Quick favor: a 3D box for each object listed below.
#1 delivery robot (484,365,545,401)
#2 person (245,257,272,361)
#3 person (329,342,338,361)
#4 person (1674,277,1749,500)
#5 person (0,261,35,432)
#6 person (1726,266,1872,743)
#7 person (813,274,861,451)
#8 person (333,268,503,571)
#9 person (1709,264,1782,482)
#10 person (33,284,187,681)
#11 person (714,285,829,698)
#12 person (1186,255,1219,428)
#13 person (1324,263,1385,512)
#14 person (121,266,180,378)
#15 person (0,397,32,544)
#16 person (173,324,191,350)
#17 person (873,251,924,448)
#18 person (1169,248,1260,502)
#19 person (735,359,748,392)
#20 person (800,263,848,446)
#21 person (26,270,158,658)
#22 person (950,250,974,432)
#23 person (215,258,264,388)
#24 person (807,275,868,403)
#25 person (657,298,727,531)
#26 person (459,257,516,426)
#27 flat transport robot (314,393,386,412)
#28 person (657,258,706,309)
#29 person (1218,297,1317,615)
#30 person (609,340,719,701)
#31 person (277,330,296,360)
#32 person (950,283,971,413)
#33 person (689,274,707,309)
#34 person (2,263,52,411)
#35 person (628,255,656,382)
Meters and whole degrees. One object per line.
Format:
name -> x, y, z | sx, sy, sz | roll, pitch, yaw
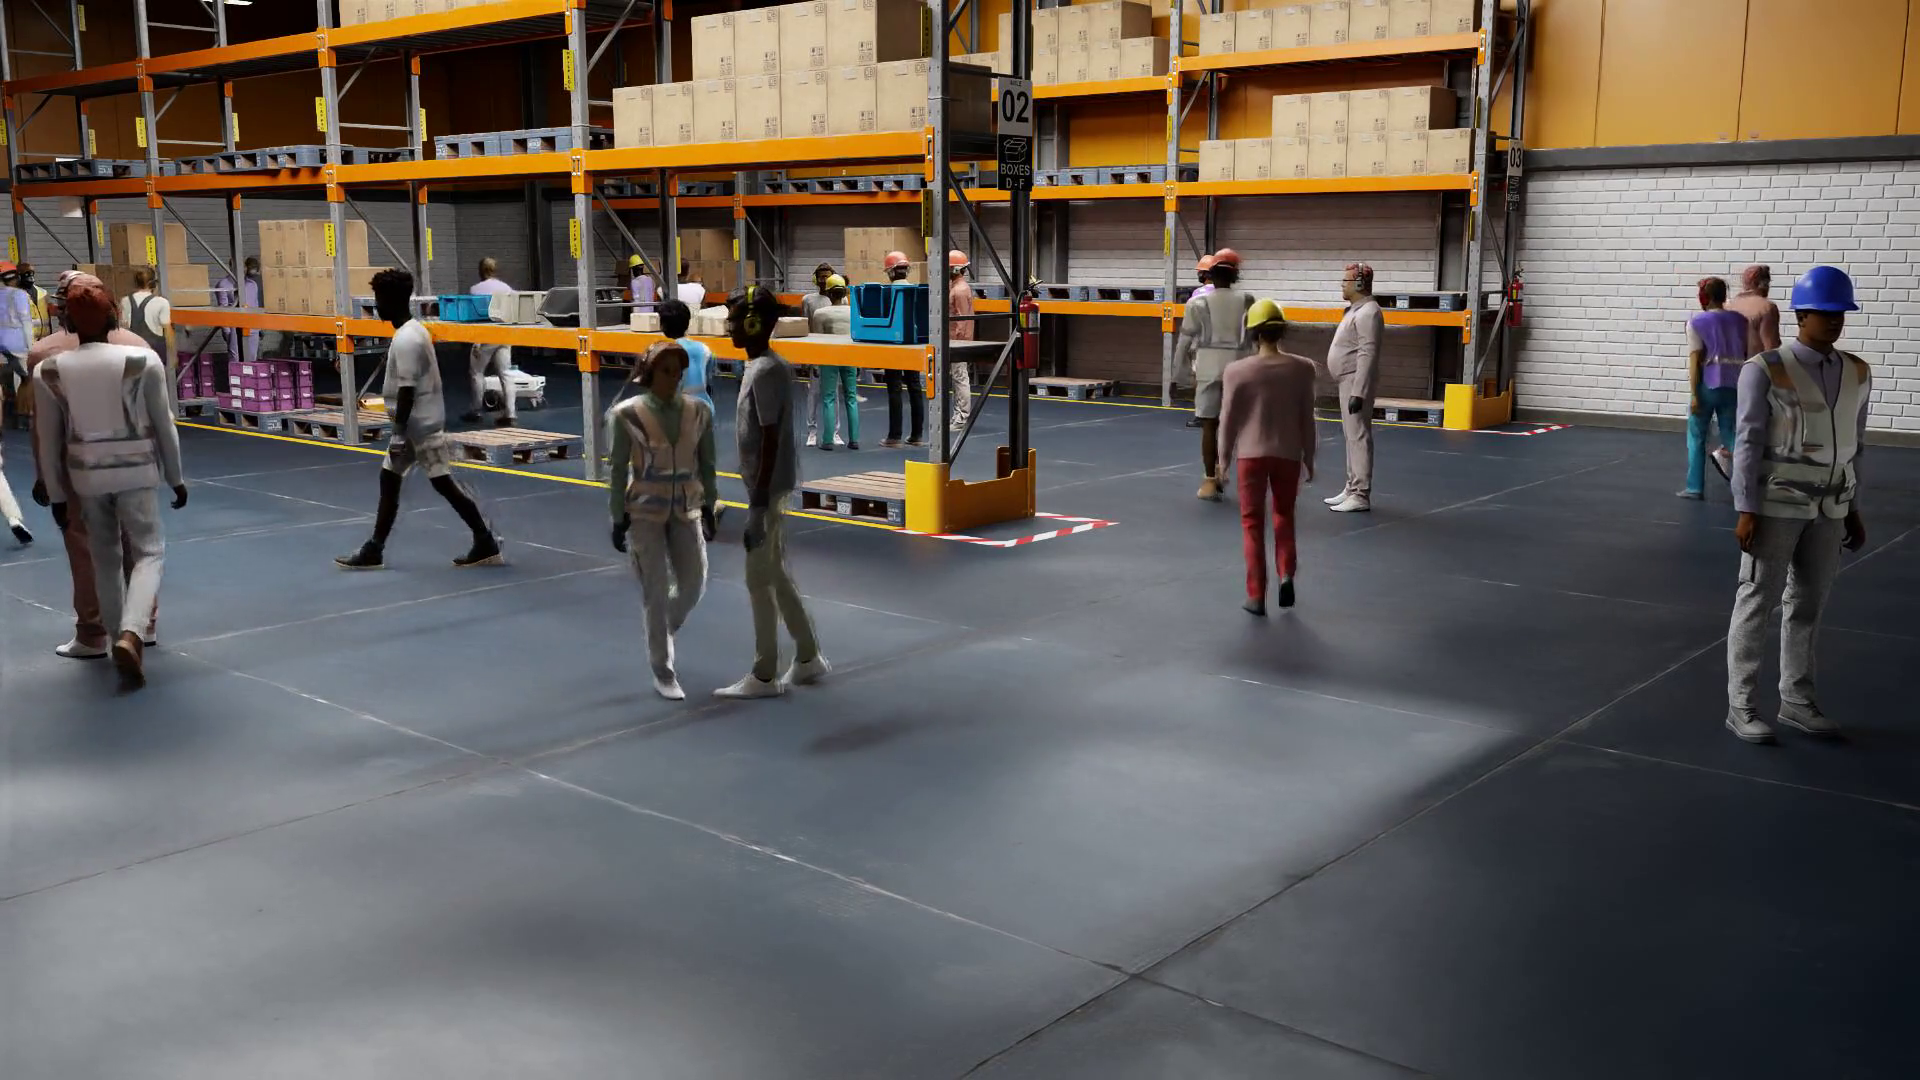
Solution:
delivery robot -> -5.554, -1.937, 20.768 | 0.707, 0.478, 0.477 | 0, 10, 2
person -> -11.042, -3.463, 25.973 | 0.641, 1.886, 1.042 | -5, 11, -26
person -> -11.154, -4.005, 29.765 | 0.496, 1.628, 0.273 | 9, 13, 41
person -> 6.055, -1.171, 13.150 | 0.582, 1.808, 0.726 | -3, 10, -15
person -> -10.430, -2.138, 18.423 | 0.595, 1.882, 0.383 | 6, 12, 31
person -> 3.449, -0.139, 6.839 | 0.602, 1.948, 0.386 | -2, 10, -13
person -> -1.234, -1.776, 16.703 | 0.527, 1.760, 0.339 | -4, 11, -24
person -> -3.393, -0.739, 10.401 | 1.021, 1.907, 0.609 | -4, 11, -19
person -> 6.810, -1.426, 14.333 | 0.686, 1.888, 0.677 | -1, 10, -8
person -> -4.004, -0.272, 7.848 | 0.593, 1.860, 0.847 | -2, 10, -9
person -> -0.849, -0.190, 7.492 | 0.586, 1.894, 0.564 | 0, 10, -2
person -> 2.792, -2.233, 18.772 | 0.551, 1.942, 0.340 | -8, 13, -37
person -> 3.036, -1.171, 12.833 | 0.409, 1.909, 0.639 | 1, 10, 7
person -> -8.544, -1.970, 17.598 | 0.534, 1.826, 0.424 | 1, 10, 6
person -> -6.622, -0.730, 11.152 | 0.554, 1.610, 0.535 | 6, 12, 32
person -> -11.599, -3.163, 24.511 | 0.815, 1.797, 0.602 | 5, 11, 26
person -> -0.610, -1.932, 16.924 | 0.628, 1.990, 0.402 | -7, 12, -34
person -> 2.057, -1.326, 13.401 | 0.762, 2.011, 0.627 | -1, 10, -4
person -> -1.820, -1.453, 15.221 | 0.517, 1.633, 0.313 | -6, 11, -30
person -> -1.378, -1.892, 17.036 | 0.519, 1.874, 0.327 | -2, 10, -14
person -> -4.306, -0.372, 8.271 | 0.409, 1.912, 0.645 | 6, 11, 29
person -> -0.029, -2.199, 18.432 | 0.375, 1.995, 0.611 | 0, 10, -3
person -> -9.702, -2.871, 22.508 | 0.407, 1.906, 0.655 | 5, 11, 27
person -> -1.614, -2.618, 21.740 | 0.722, 1.671, 0.537 | -3, 10, -18
person -> -1.837, -0.826, 11.549 | 0.518, 1.667, 0.550 | 7, 12, 34
person -> -5.415, -2.262, 19.022 | 0.871, 1.905, 0.663 | 7, 12, 35
flat transport robot -> -7.360, -1.665, 20.295 | 1.431, 0.197, 0.652 | 8, 13, 39
person -> -3.329, -2.423, 19.975 | 0.591, 1.908, 0.395 | -3, 11, -18
person -> 1.693, -0.457, 9.202 | 0.544, 1.750, 0.367 | -1, 10, -4
person -> -1.369, -0.108, 7.594 | 0.526, 1.620, 0.538 | -6, 12, -31
person -> -11.165, -3.721, 27.678 | 0.613, 1.790, 0.520 | 6, 12, 32
person -> -0.113, -2.066, 18.706 | 0.504, 1.633, 0.279 | -2, 10, -13
person -> -4.103, -3.316, 25.854 | 0.282, 1.626, 0.491 | 6, 12, 31
person -> -11.153, -2.392, 19.967 | 0.429, 1.844, 0.625 | 4, 11, 22
person -> -4.826, -3.343, 25.167 | 0.382, 1.916, 0.585 | 3, 10, 18
